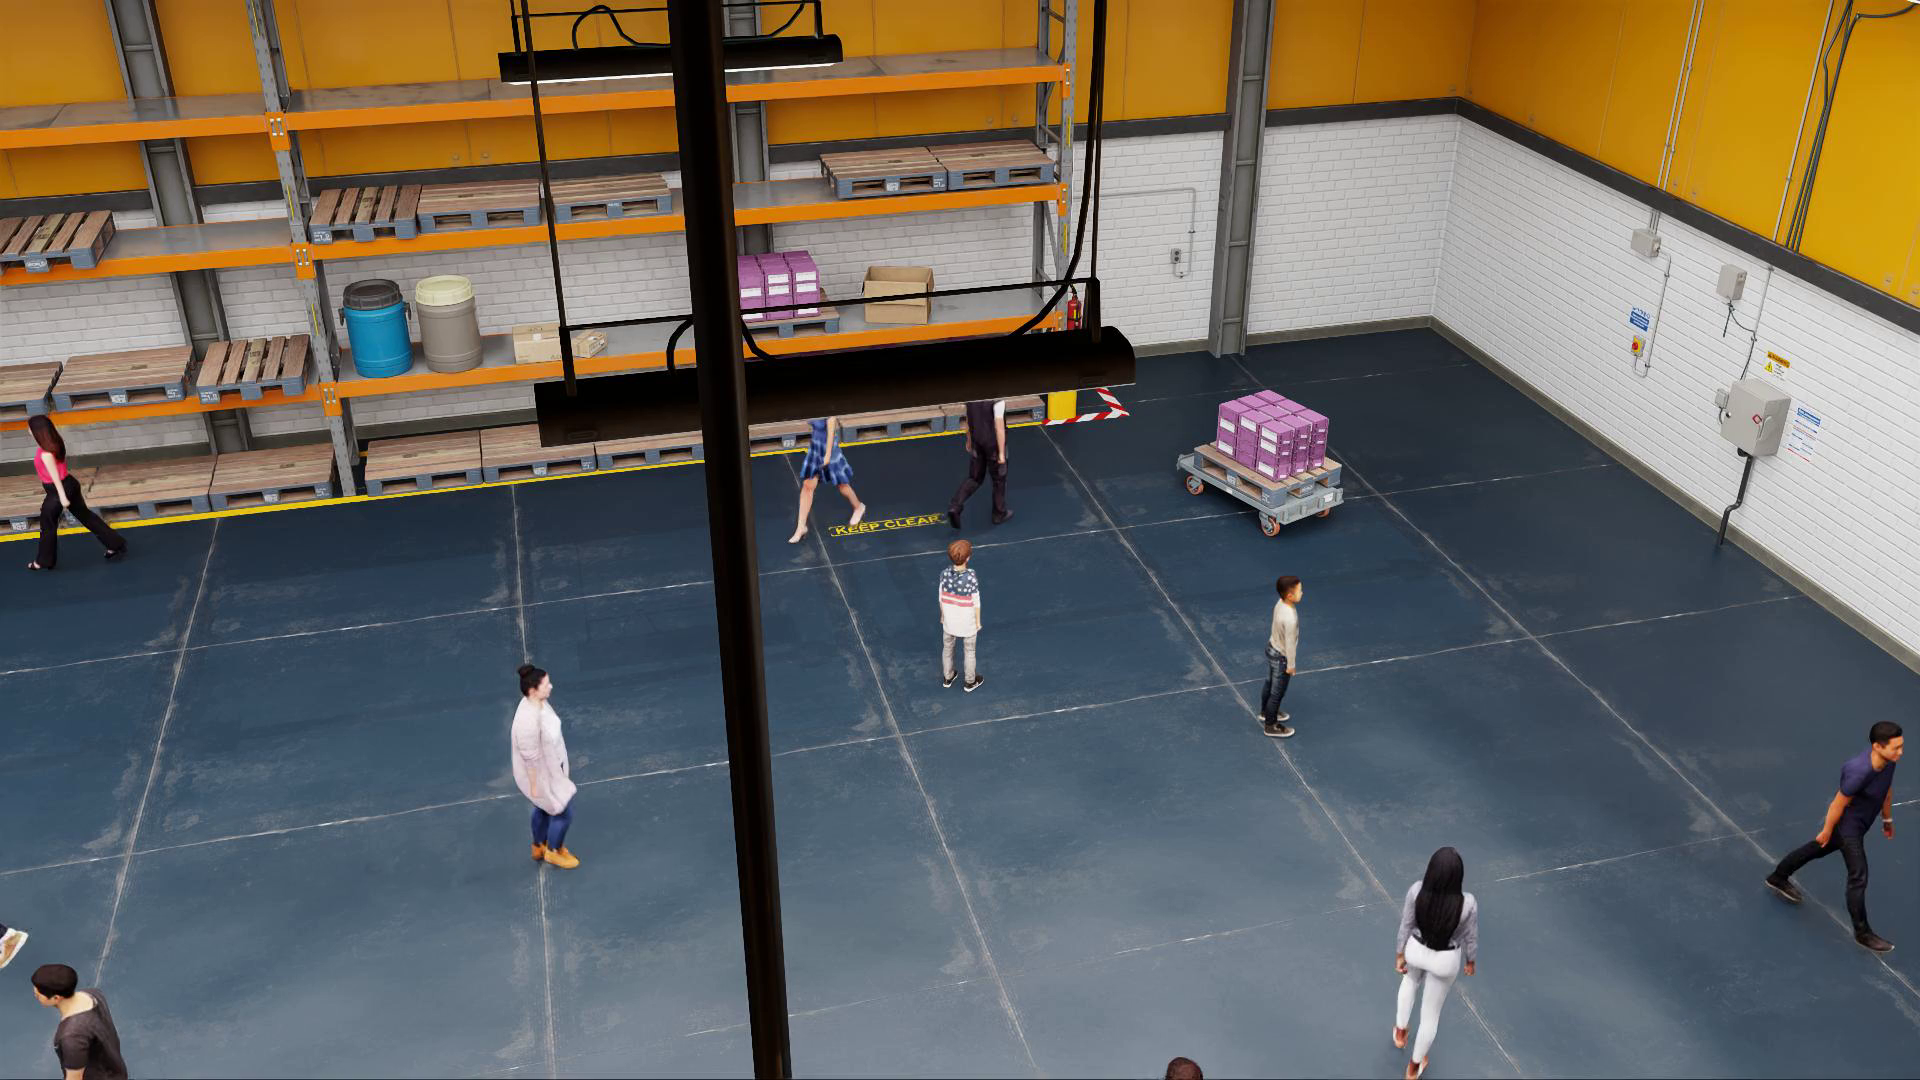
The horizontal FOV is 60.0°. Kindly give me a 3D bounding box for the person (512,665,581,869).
[{"bbox_3d":[-3.131,1.671,12.120,0.737,1.729,0.758,-3,29,-5],"label":"person"}]

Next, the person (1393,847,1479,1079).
[{"bbox_3d":[2.904,2.670,10.309,0.780,1.711,0.839,17,33,28],"label":"person"}]

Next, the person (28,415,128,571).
[{"bbox_3d":[-8.614,-0.447,16.126,1.143,1.611,0.663,-4,29,-8],"label":"person"}]

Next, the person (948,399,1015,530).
[{"bbox_3d":[0.208,-0.922,16.776,1.017,1.823,1.171,23,36,36],"label":"person"}]

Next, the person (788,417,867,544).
[{"bbox_3d":[-1.284,-0.826,16.663,1.222,1.763,0.969,-23,36,-35],"label":"person"}]

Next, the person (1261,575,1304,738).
[{"bbox_3d":[2.650,0.937,13.748,0.555,1.460,0.575,-2,29,-3],"label":"person"}]

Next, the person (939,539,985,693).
[{"bbox_3d":[0.001,0.637,14.320,0.571,1.439,0.653,11,30,19],"label":"person"}]

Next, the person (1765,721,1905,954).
[{"bbox_3d":[6.126,1.946,11.608,1.208,1.738,1.043,-22,35,-34],"label":"person"}]

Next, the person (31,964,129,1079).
[{"bbox_3d":[-4.865,3.086,9.566,0.808,1.693,0.638,-9,30,-16],"label":"person"}]
